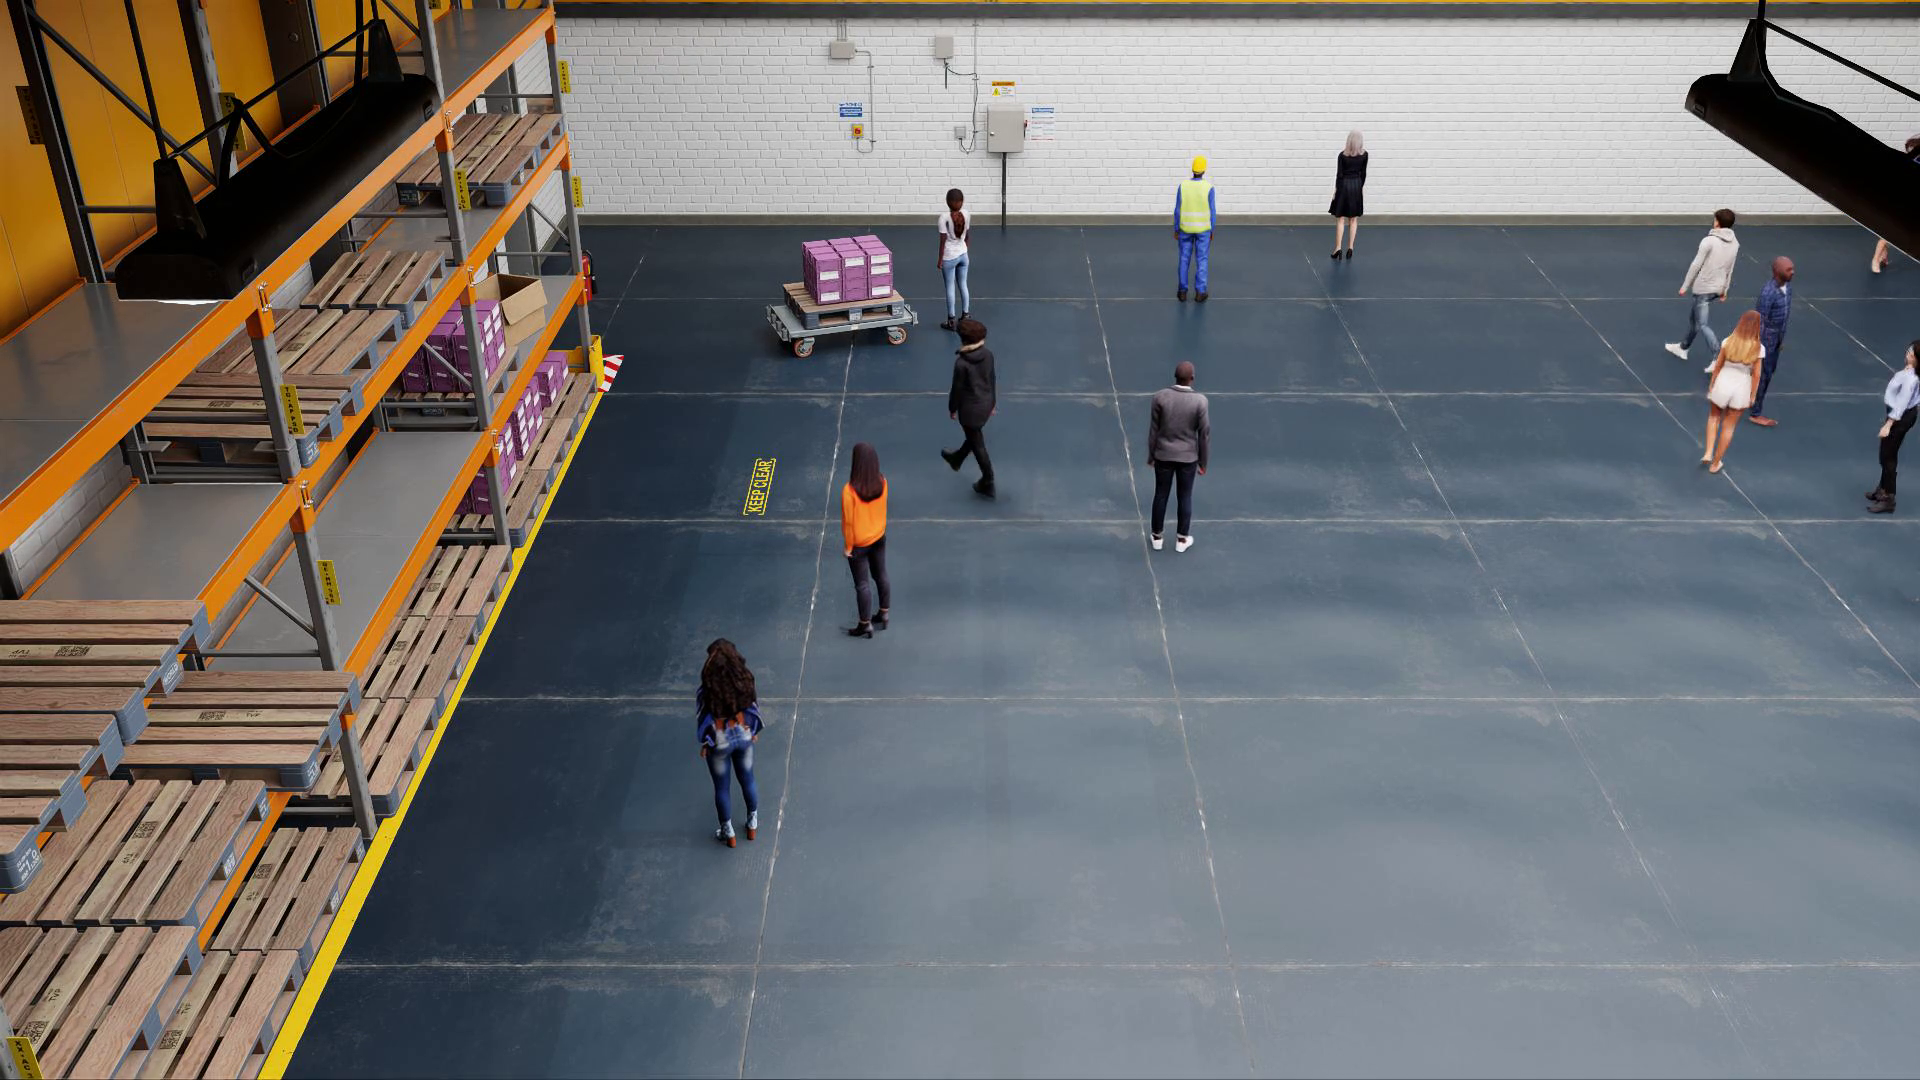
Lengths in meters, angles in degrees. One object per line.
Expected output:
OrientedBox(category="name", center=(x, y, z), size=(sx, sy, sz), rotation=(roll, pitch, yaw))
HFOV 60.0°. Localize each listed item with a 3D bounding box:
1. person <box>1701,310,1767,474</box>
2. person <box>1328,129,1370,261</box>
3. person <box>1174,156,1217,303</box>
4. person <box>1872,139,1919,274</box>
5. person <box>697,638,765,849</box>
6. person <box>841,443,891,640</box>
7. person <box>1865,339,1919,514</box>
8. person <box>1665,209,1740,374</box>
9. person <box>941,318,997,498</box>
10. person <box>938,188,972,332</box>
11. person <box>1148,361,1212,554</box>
OrientedBox(category="person", center=(7.527, -1.418, 16.283), size=(0.707, 1.680, 0.751), rotation=(18, 33, 29))
OrientedBox(category="person", center=(5.147, -4.578, 22.007), size=(0.623, 1.747, 0.599), rotation=(-4, 29, -7))
OrientedBox(category="person", center=(2.903, -3.860, 20.623), size=(0.707, 1.812, 0.633), rotation=(5, 29, 9))
OrientedBox(category="person", center=(12.151, -4.339, 21.536), size=(0.881, 1.777, 0.871), rotation=(-26, 38, -38))
OrientedBox(category="person", center=(-1.563, 1.359, 11.257), size=(0.703, 1.618, 0.704), rotation=(-14, 32, -24))
OrientedBox(category="person", center=(-0.764, -0.002, 13.616), size=(0.765, 1.749, 0.695), rotation=(23, 36, 36))
OrientedBox(category="person", center=(8.843, -1.109, 15.659), size=(0.758, 1.735, 0.842), rotation=(-19, 34, -31))
OrientedBox(category="person", center=(8.411, -2.750, 18.578), size=(1.035, 1.820, 1.291), rotation=(-14, 32, -25))
OrientedBox(category="person", center=(0.187, -1.222, 15.879), size=(1.084, 1.724, 1.175), rotation=(-23, 36, -36))
OrientedBox(category="person", center=(-0.059, -3.350, 19.783), size=(0.669, 1.719, 0.699), rotation=(-19, 34, -30))
OrientedBox(category="person", center=(1.937, -0.741, 14.901), size=(0.776, 1.815, 0.690), rotation=(8, 30, 14))
